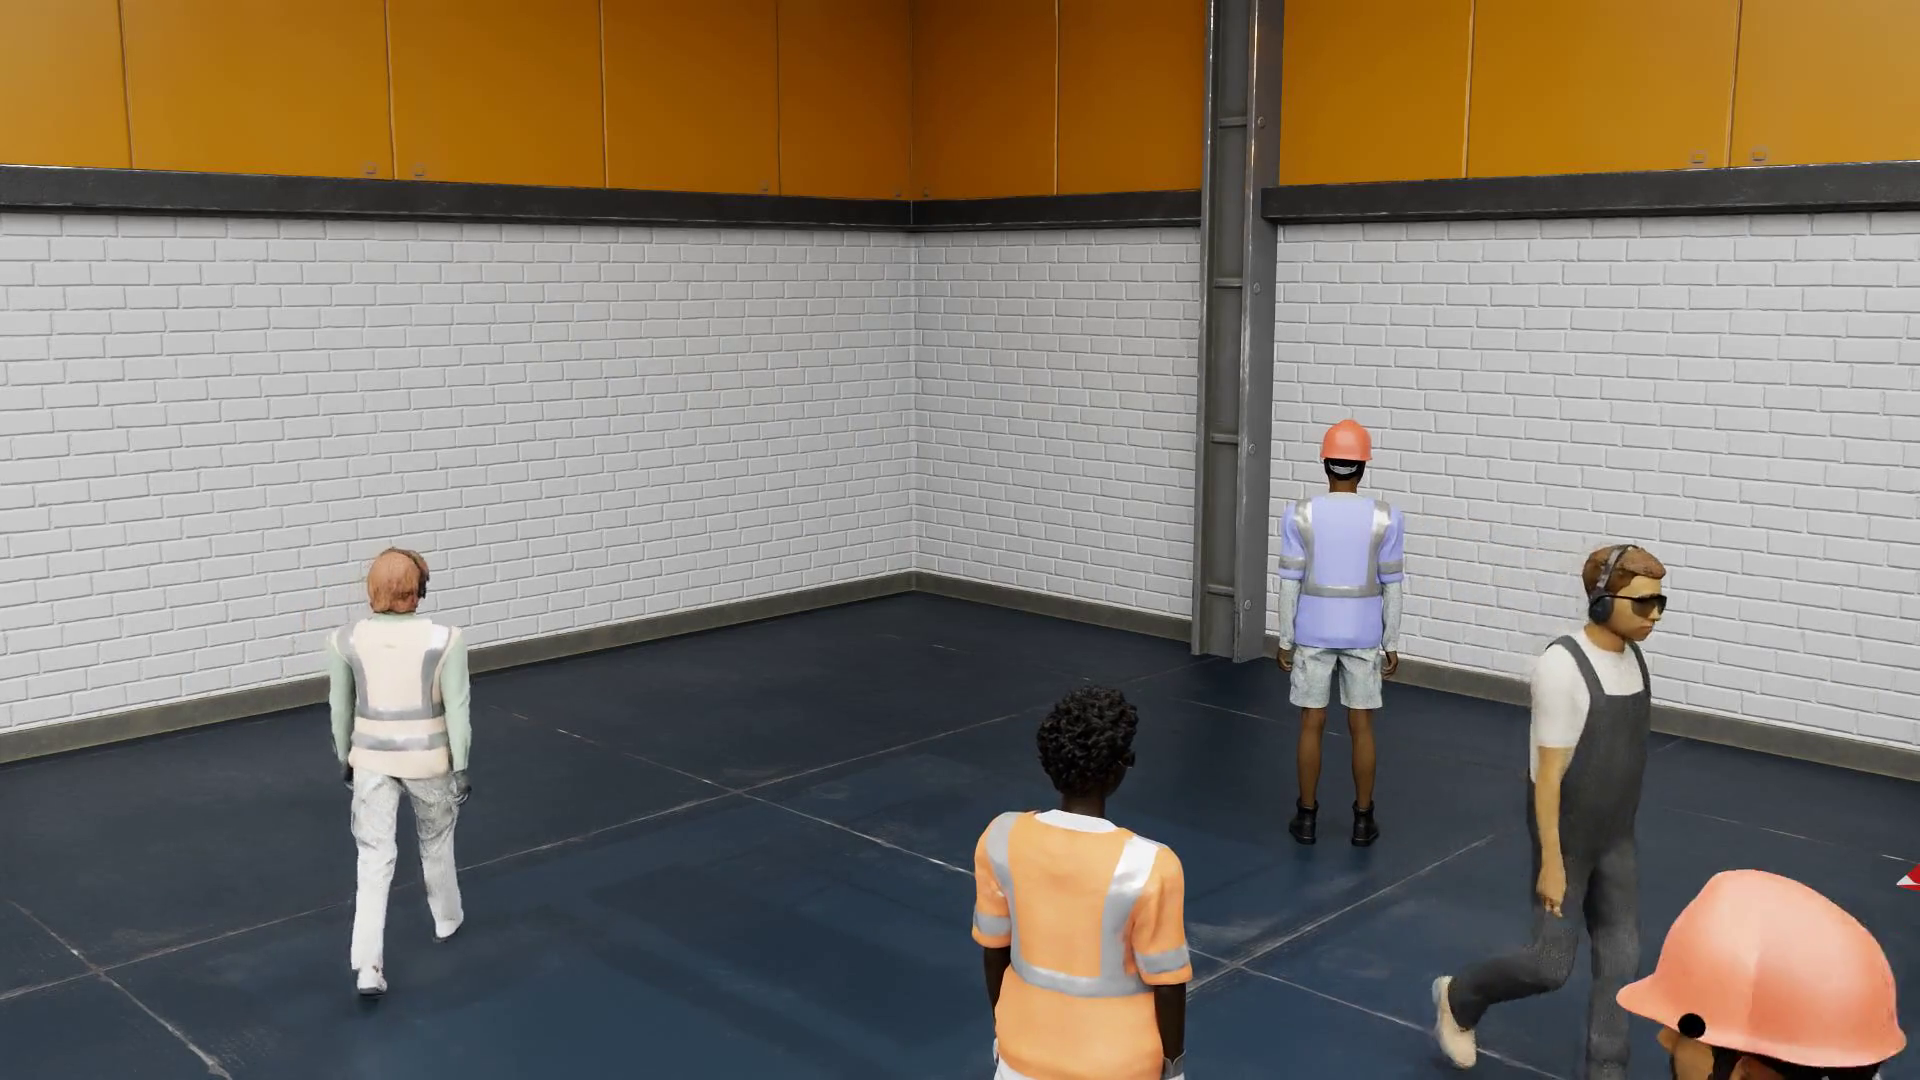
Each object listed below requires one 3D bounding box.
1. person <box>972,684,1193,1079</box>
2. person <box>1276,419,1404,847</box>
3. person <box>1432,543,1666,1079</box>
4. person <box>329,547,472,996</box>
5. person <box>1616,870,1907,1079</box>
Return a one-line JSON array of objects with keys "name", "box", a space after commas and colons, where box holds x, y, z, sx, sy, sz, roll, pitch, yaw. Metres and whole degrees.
[{"name": "person", "box": [0.278, 1.161, 3.750, 0.535, 1.697, 0.318, 6, 11, 31]}, {"name": "person", "box": [1.712, 0.423, 7.532, 0.553, 1.935, 0.362, 2, 9, 10]}, {"name": "person", "box": [1.827, 0.887, 5.057, 0.509, 1.822, 0.721, -6, 11, -31]}, {"name": "person", "box": [-2.063, 0.825, 6.124, 0.528, 1.594, 0.883, -1, 9, -5]}, {"name": "person", "box": [0.876, 1.325, 2.082, 0.564, 1.906, 0.791, -9, 13, -43]}]
